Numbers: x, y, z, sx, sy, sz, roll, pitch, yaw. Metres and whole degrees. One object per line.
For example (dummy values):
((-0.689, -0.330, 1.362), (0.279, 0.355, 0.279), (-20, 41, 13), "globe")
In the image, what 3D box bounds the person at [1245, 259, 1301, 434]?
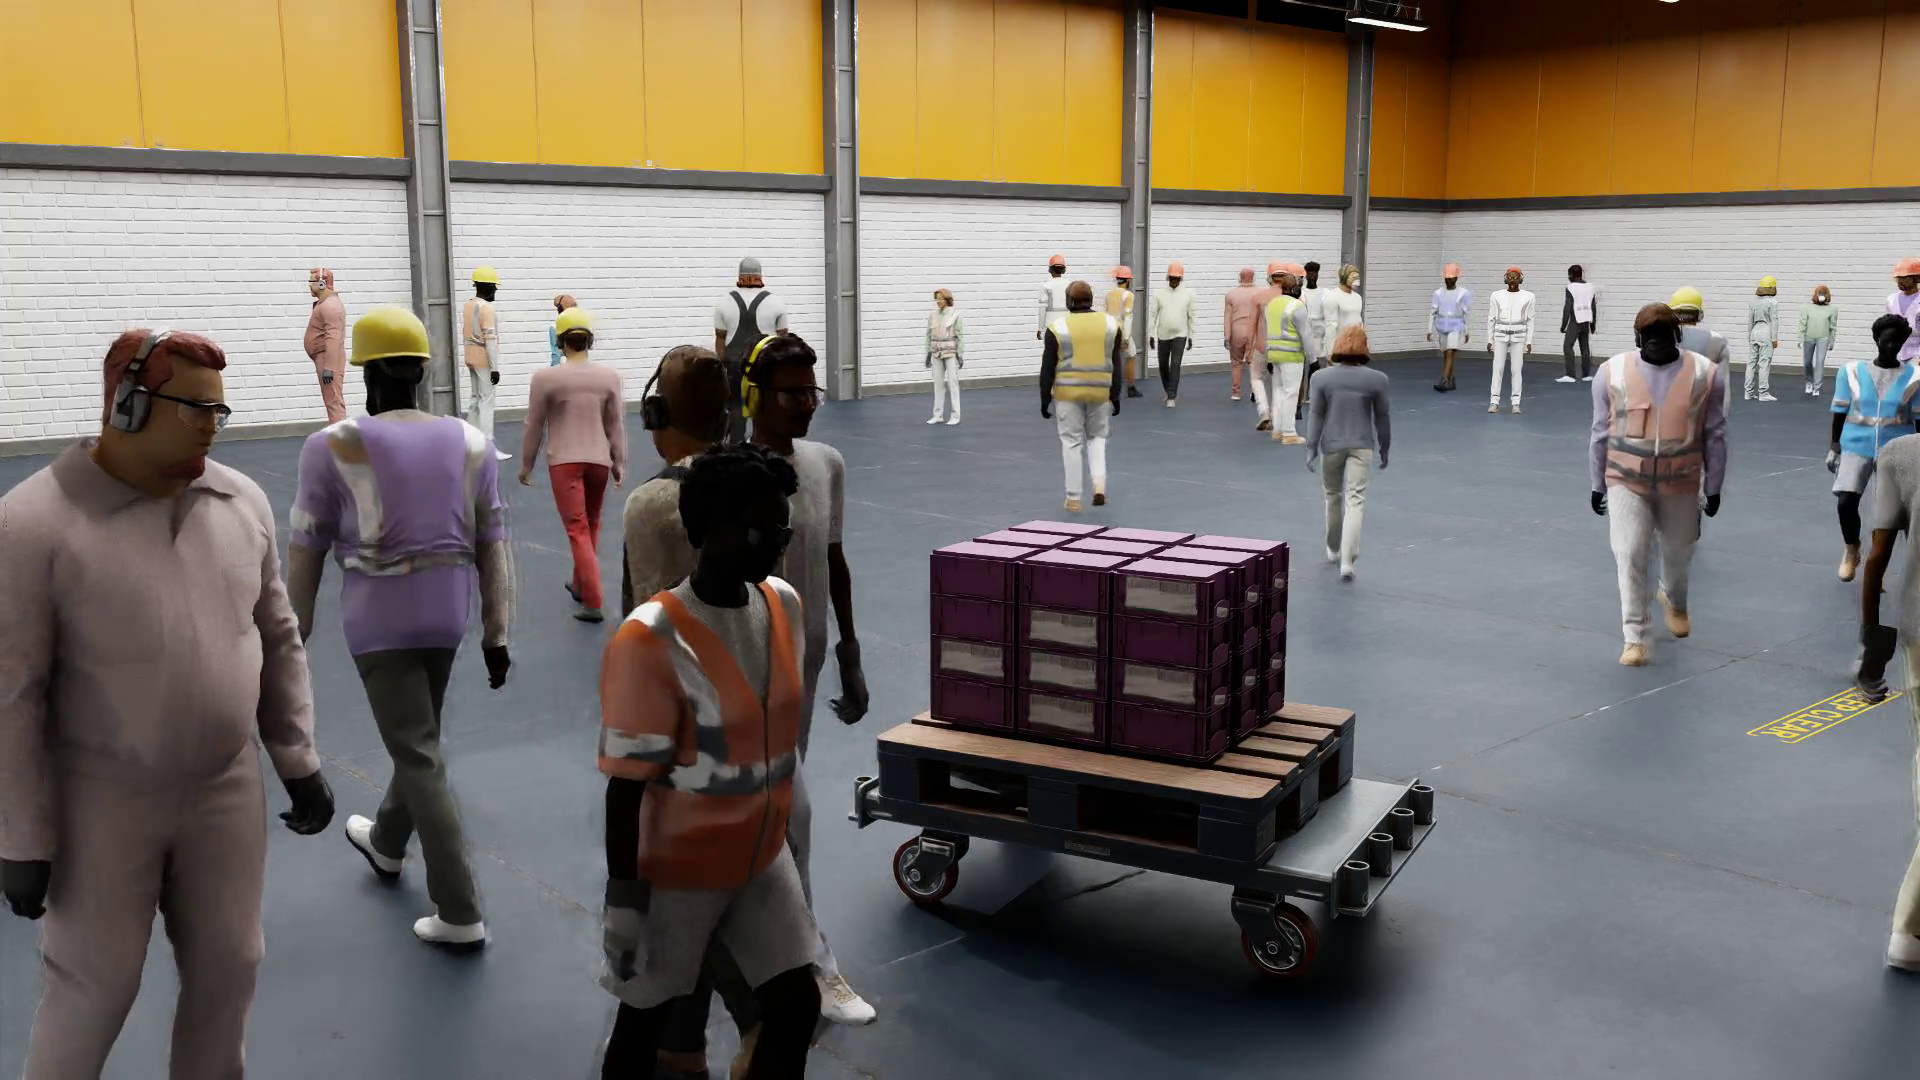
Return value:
((3.574, -2.198, 18.977), (0.657, 1.979, 0.434), (0, 10, 0), "person")

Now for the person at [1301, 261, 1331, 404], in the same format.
((4.759, -2.796, 22.578), (0.634, 1.940, 0.789), (1, 10, 7), "person")

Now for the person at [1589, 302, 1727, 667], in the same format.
((3.522, -0.307, 8.458), (0.647, 1.811, 0.825), (3, 10, 19), "person")

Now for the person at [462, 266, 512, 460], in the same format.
((-4.732, -1.758, 16.570), (0.382, 1.923, 0.591), (-7, 12, -37), "person")

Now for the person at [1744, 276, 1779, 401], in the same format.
((11.300, -2.832, 23.386), (0.299, 1.745, 0.483), (-4, 10, -22), "person")

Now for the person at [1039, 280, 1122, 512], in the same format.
((0.947, -1.126, 13.127), (0.658, 1.830, 0.436), (-2, 10, -11), "person")

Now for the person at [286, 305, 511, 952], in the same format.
((-1.709, 0.241, 5.028), (1.006, 1.871, 0.598), (9, 13, 41), "person")

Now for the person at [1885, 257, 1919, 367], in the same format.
((9.896, -1.924, 17.319), (0.555, 2.014, 0.645), (-4, 10, -22), "person")

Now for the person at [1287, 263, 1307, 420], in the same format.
((4.112, -2.458, 20.632), (0.357, 1.938, 0.545), (0, 10, 1), "person")

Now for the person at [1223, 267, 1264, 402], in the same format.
((3.981, -2.842, 23.074), (0.656, 1.881, 0.819), (0, 10, 1), "person")

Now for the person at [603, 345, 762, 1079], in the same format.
((-0.587, 0.444, 3.999), (0.539, 1.814, 0.517), (5, 11, 27), "person")

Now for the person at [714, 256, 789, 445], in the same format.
((-1.975, -1.709, 15.947), (0.694, 2.000, 0.535), (0, 10, 2), "person")

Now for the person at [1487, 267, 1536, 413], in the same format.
((7.101, -2.575, 21.479), (0.575, 1.882, 0.355), (3, 10, 19), "person")

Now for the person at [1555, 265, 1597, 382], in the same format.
((10.067, -3.495, 26.897), (0.847, 1.883, 0.399), (-5, 11, -29), "person")

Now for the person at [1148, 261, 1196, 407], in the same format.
((2.874, -2.798, 22.571), (0.621, 1.963, 0.888), (2, 10, 11), "person")

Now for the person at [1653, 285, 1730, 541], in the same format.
((5.091, -0.882, 11.759), (0.612, 1.816, 0.468), (3, 10, 16), "person")

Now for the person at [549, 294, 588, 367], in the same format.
((-3.925, -1.647, 16.748), (0.315, 1.641, 0.514), (6, 11, 30), "person")

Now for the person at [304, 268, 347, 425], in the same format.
((-6.302, -1.746, 16.552), (0.408, 1.906, 0.653), (-3, 10, -19), "person")

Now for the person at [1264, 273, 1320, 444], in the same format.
((3.543, -1.941, 17.903), (0.453, 1.837, 0.644), (-4, 10, -21), "person")

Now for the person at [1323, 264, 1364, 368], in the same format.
((4.307, -2.122, 18.688), (0.633, 1.936, 0.384), (-8, 13, -40), "person")

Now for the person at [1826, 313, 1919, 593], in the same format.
((5.518, -0.518, 10.000), (0.547, 1.682, 0.370), (6, 11, 30), "person")

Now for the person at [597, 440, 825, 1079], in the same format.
((-0.462, 0.639, 3.246), (0.697, 1.662, 0.644), (7, 12, 35), "person")

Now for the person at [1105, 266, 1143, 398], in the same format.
((2.204, -2.936, 23.585), (0.954, 1.899, 0.552), (-9, 13, -41), "person")

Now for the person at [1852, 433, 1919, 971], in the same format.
((2.968, 0.294, 4.873), (0.993, 1.821, 0.537), (-8, 13, -40), "person")

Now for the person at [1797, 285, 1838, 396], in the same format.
((12.523, -2.922, 24.295), (0.493, 1.605, 0.778), (6, 11, 32), "person")

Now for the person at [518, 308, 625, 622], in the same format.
((-2.199, -0.432, 9.374), (0.540, 1.727, 0.861), (-7, 12, -36), "person")

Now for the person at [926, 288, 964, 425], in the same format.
((-0.174, -2.202, 20.005), (0.519, 1.641, 0.313), (7, 12, 35), "person")

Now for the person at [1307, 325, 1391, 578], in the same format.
((2.485, -0.577, 10.640), (0.521, 1.582, 0.875), (2, 10, 13), "person")

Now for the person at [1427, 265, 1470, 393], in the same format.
((7.282, -3.148, 24.831), (0.568, 1.883, 0.985), (7, 12, 36), "person")

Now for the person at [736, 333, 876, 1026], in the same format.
((-0.542, 0.334, 4.632), (0.925, 1.833, 0.517), (10, 14, 44), "person")

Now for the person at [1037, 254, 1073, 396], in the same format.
((1.394, -3.107, 24.121), (0.615, 2.041, 0.387), (-4, 10, -20), "person")

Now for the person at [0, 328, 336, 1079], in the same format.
((-1.645, 0.516, 3.417), (0.451, 1.873, 0.701), (6, 11, 30), "person")
